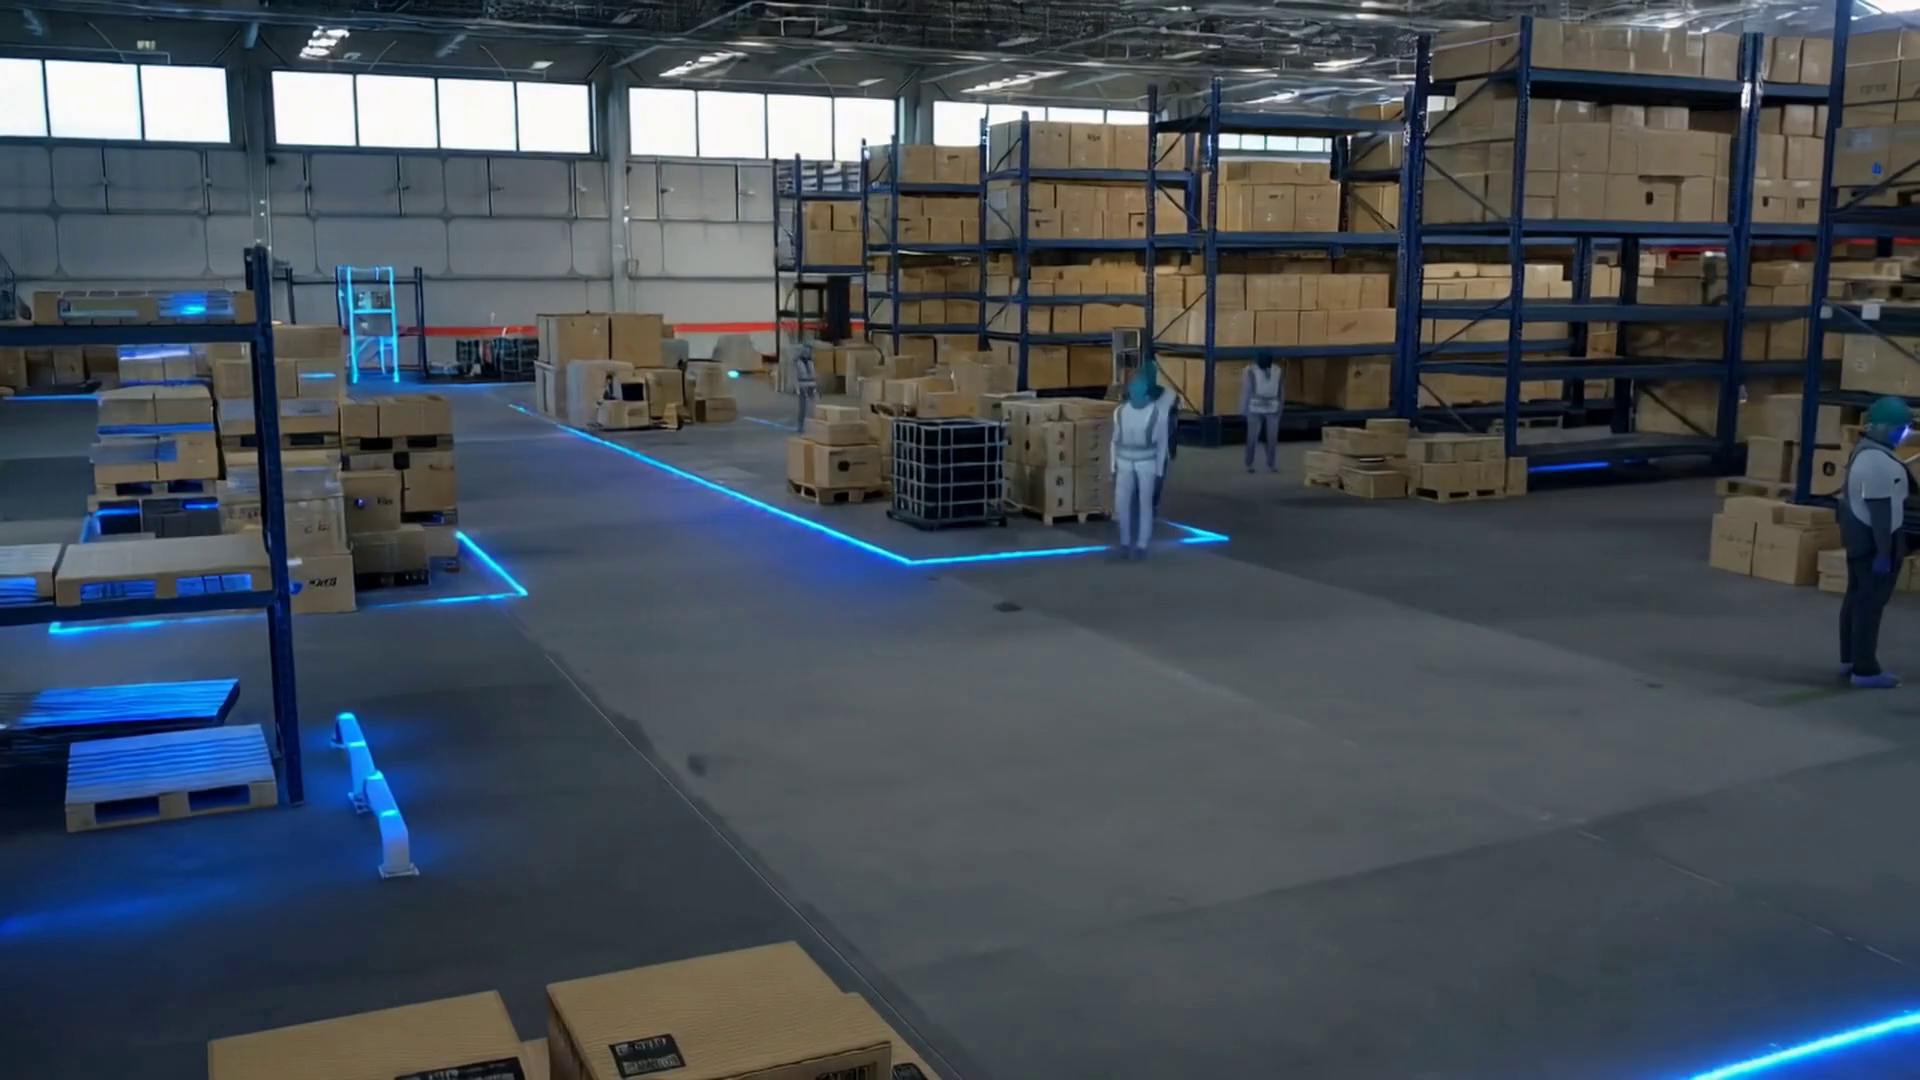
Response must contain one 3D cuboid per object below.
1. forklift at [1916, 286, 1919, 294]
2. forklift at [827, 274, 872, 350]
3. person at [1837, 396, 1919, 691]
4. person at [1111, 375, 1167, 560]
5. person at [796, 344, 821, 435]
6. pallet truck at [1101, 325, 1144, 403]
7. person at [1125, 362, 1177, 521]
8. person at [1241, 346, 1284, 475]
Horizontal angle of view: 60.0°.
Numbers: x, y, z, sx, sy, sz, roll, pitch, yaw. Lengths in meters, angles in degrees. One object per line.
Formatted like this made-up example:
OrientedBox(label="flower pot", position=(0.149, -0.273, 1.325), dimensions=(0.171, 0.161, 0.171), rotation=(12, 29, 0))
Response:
OrientedBox(label="forklift", position=(12.662, -1.964, 21.275), dimensions=(1.873, 2.768, 1.129), rotation=(-4, 10, -25))
OrientedBox(label="forklift", position=(-3.095, -5.474, 43.047), dimensions=(1.873, 2.768, 1.129), rotation=(-4, 10, -25))
OrientedBox(label="person", position=(6.447, 0.009, 11.630), dimensions=(0.537, 2.000, 0.682), rotation=(3, 10, 16))
OrientedBox(label="person", position=(1.746, -0.703, 16.571), dimensions=(0.613, 1.865, 0.603), rotation=(5, 10, 27))
OrientedBox(label="person", position=(-2.683, -2.640, 29.361), dimensions=(0.532, 1.627, 0.395), rotation=(-7, 12, -39))
OrientedBox(label="pallet truck", position=(2.881, -2.596, 27.923), dimensions=(0.823, 1.965, 1.885), rotation=(-1, 9, -7))
OrientedBox(label="person", position=(2.162, -1.096, 18.977), dimensions=(0.592, 1.889, 0.841), rotation=(0, 9, -1))
OrientedBox(label="person", position=(4.317, -1.840, 23.725), dimensions=(0.637, 1.841, 0.429), rotation=(-1, 9, -7))
